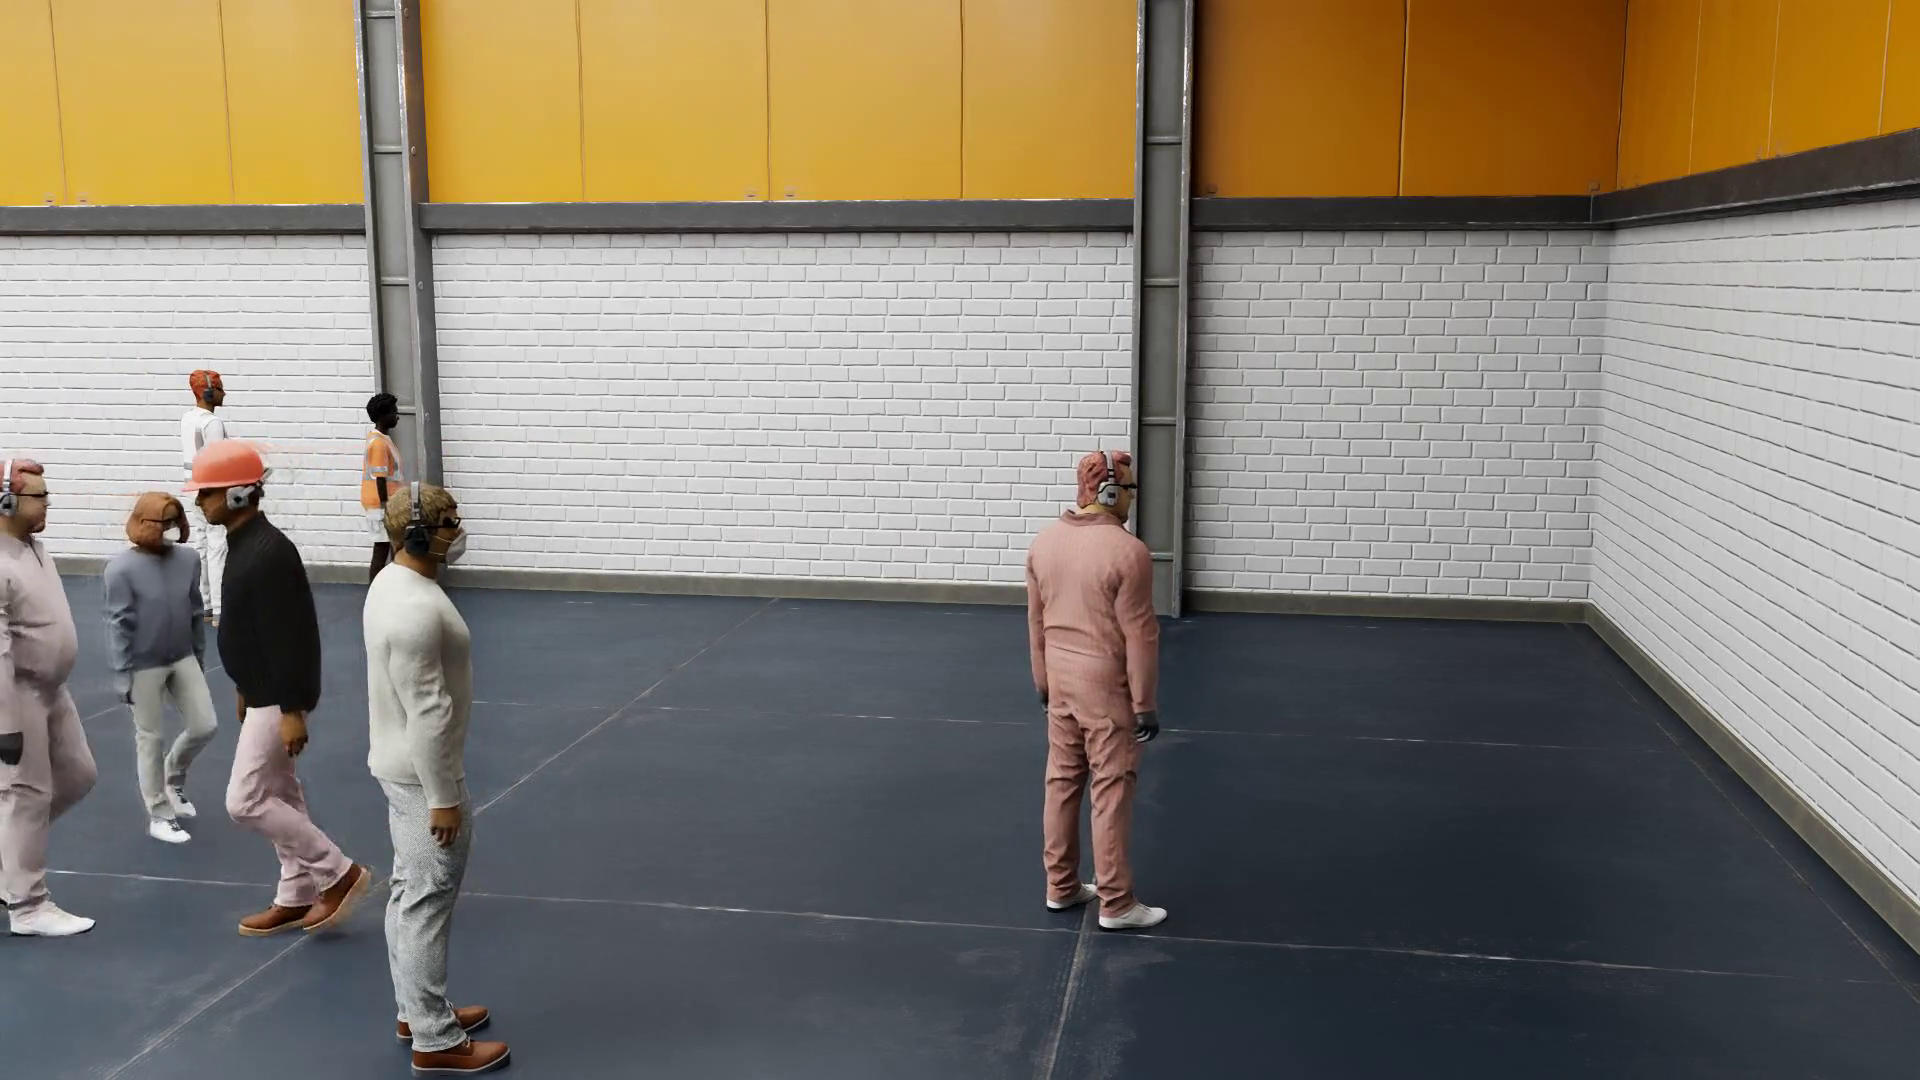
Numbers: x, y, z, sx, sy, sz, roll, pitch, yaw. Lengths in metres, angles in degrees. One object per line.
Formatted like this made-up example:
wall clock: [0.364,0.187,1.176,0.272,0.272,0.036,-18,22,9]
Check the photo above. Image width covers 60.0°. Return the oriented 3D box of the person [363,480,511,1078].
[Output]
person: [-1.730,0.768,5.428,0.373,1.940,0.630,-4,10,-25]

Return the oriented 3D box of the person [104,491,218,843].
person: [-3.634,0.580,7.573,0.356,1.624,0.514,5,11,29]

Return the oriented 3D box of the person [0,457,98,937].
person: [-3.665,0.619,6.485,0.472,1.890,0.677,-2,9,-12]

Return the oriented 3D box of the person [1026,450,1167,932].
person: [0.560,0.591,6.630,0.402,1.904,0.639,-8,12,-39]

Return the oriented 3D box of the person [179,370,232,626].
person: [-5.495,-0.308,12.233,0.584,1.882,0.349,8,12,42]

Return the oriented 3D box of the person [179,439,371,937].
person: [-2.678,0.592,6.399,0.483,1.973,0.639,-5,11,-29]

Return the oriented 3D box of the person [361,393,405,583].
person: [-4.366,-0.269,12.595,0.321,1.690,0.530,-3,10,-17]
